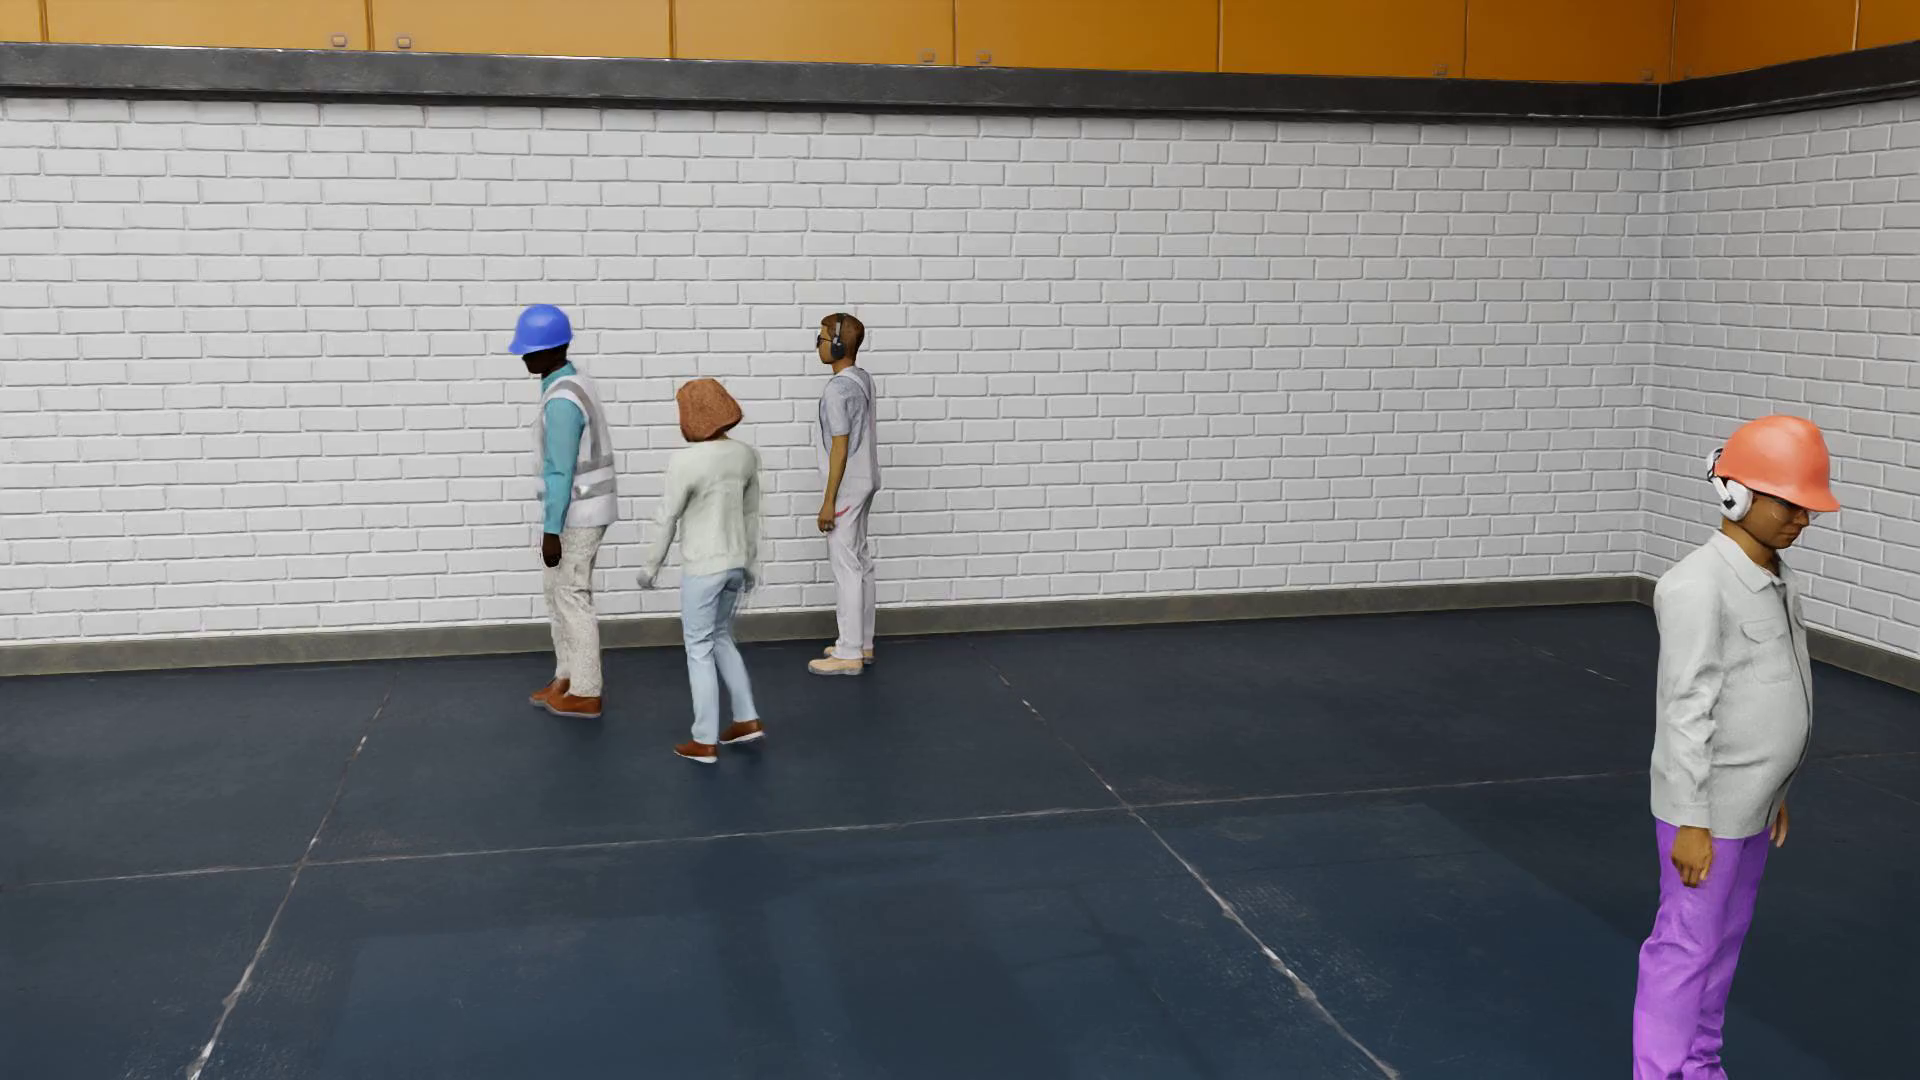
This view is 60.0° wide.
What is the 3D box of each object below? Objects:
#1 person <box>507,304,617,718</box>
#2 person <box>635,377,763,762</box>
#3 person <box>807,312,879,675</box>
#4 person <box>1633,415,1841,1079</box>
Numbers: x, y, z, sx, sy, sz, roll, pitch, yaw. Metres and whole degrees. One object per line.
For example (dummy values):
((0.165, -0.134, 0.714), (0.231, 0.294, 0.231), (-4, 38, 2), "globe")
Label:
((-1.797, -0.113, 7.595), (0.455, 1.925, 0.643), (-2, 10, -11), "person")
((-1.084, 0.126, 6.981), (0.414, 1.625, 0.509), (6, 11, 31), "person")
((-0.595, -0.233, 8.494), (0.345, 1.847, 0.507), (2, 10, 13), "person")
((1.784, 0.583, 3.821), (0.337, 1.743, 0.560), (9, 13, 42), "person")
